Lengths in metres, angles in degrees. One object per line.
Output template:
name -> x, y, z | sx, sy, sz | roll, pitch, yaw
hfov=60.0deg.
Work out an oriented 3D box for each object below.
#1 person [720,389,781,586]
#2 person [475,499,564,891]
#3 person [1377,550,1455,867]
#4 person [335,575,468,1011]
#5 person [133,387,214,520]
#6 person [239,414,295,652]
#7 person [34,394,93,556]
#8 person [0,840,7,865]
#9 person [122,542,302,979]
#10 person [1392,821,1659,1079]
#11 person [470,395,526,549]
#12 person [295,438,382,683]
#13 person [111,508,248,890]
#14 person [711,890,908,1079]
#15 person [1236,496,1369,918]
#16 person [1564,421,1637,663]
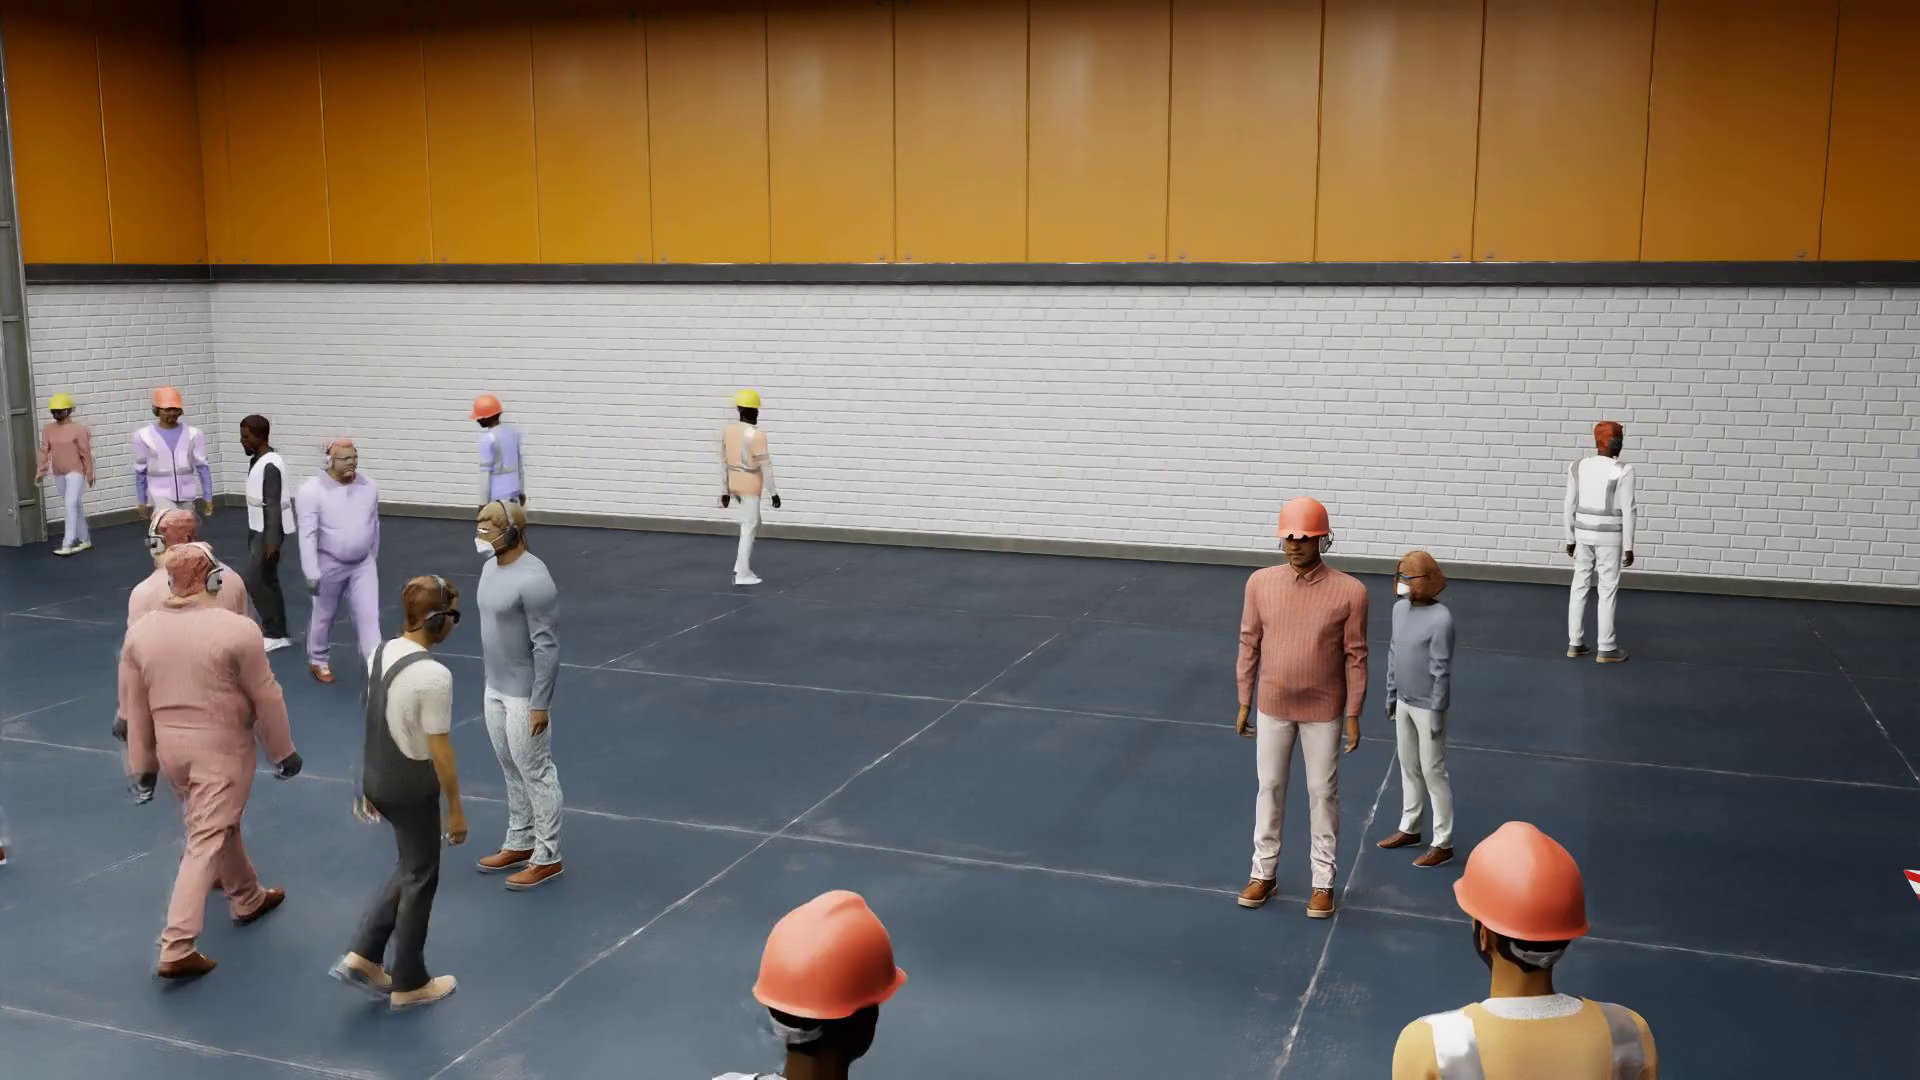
person -> -2.015, -0.504, 16.091 | 0.499, 1.909, 0.597 | -8, 12, -39
person -> -2.189, 0.751, 8.227 | 0.355, 1.936, 0.635 | -7, 12, -39
person -> 2.360, 0.855, 8.563 | 0.305, 1.624, 0.500 | -3, 10, -18
person -> -2.226, 1.046, 6.782 | 0.559, 1.813, 0.455 | 9, 13, 43
person -> -7.332, -0.442, 15.494 | 0.618, 1.996, 1.050 | -7, 12, -38
person -> -5.563, -0.049, 13.283 | 0.465, 1.911, 0.641 | -5, 11, -30
person -> -9.627, -0.688, 17.807 | 0.526, 1.734, 0.815 | 2, 9, 14
person -> -5.199, 0.805, 8.192 | 0.817, 1.836, 0.574 | -7, 11, -36
person -> -3.320, 0.936, 7.360 | 0.644, 1.857, 1.017 | 3, 10, 16
person -> 1.117, 1.524, 3.422 | 0.545, 1.942, 0.354 | -2, 9, -9
person -> -4.327, -0.445, 15.823 | 0.340, 1.902, 0.726 | 3, 10, 20
person -> -4.493, 0.176, 12.084 | 1.017, 1.853, 0.661 | 9, 13, 44
person -> -3.850, 0.783, 8.195 | 0.670, 1.883, 0.662 | 2, 9, 15
person -> -0.205, 1.577, 3.147 | 0.570, 1.919, 0.649 | 6, 11, 31
person -> 1.602, 0.781, 7.865 | 0.622, 1.994, 0.381 | 4, 10, 25
person -> 4.997, 0.010, 12.992 | 0.342, 1.881, 0.579 | -7, 11, -37
